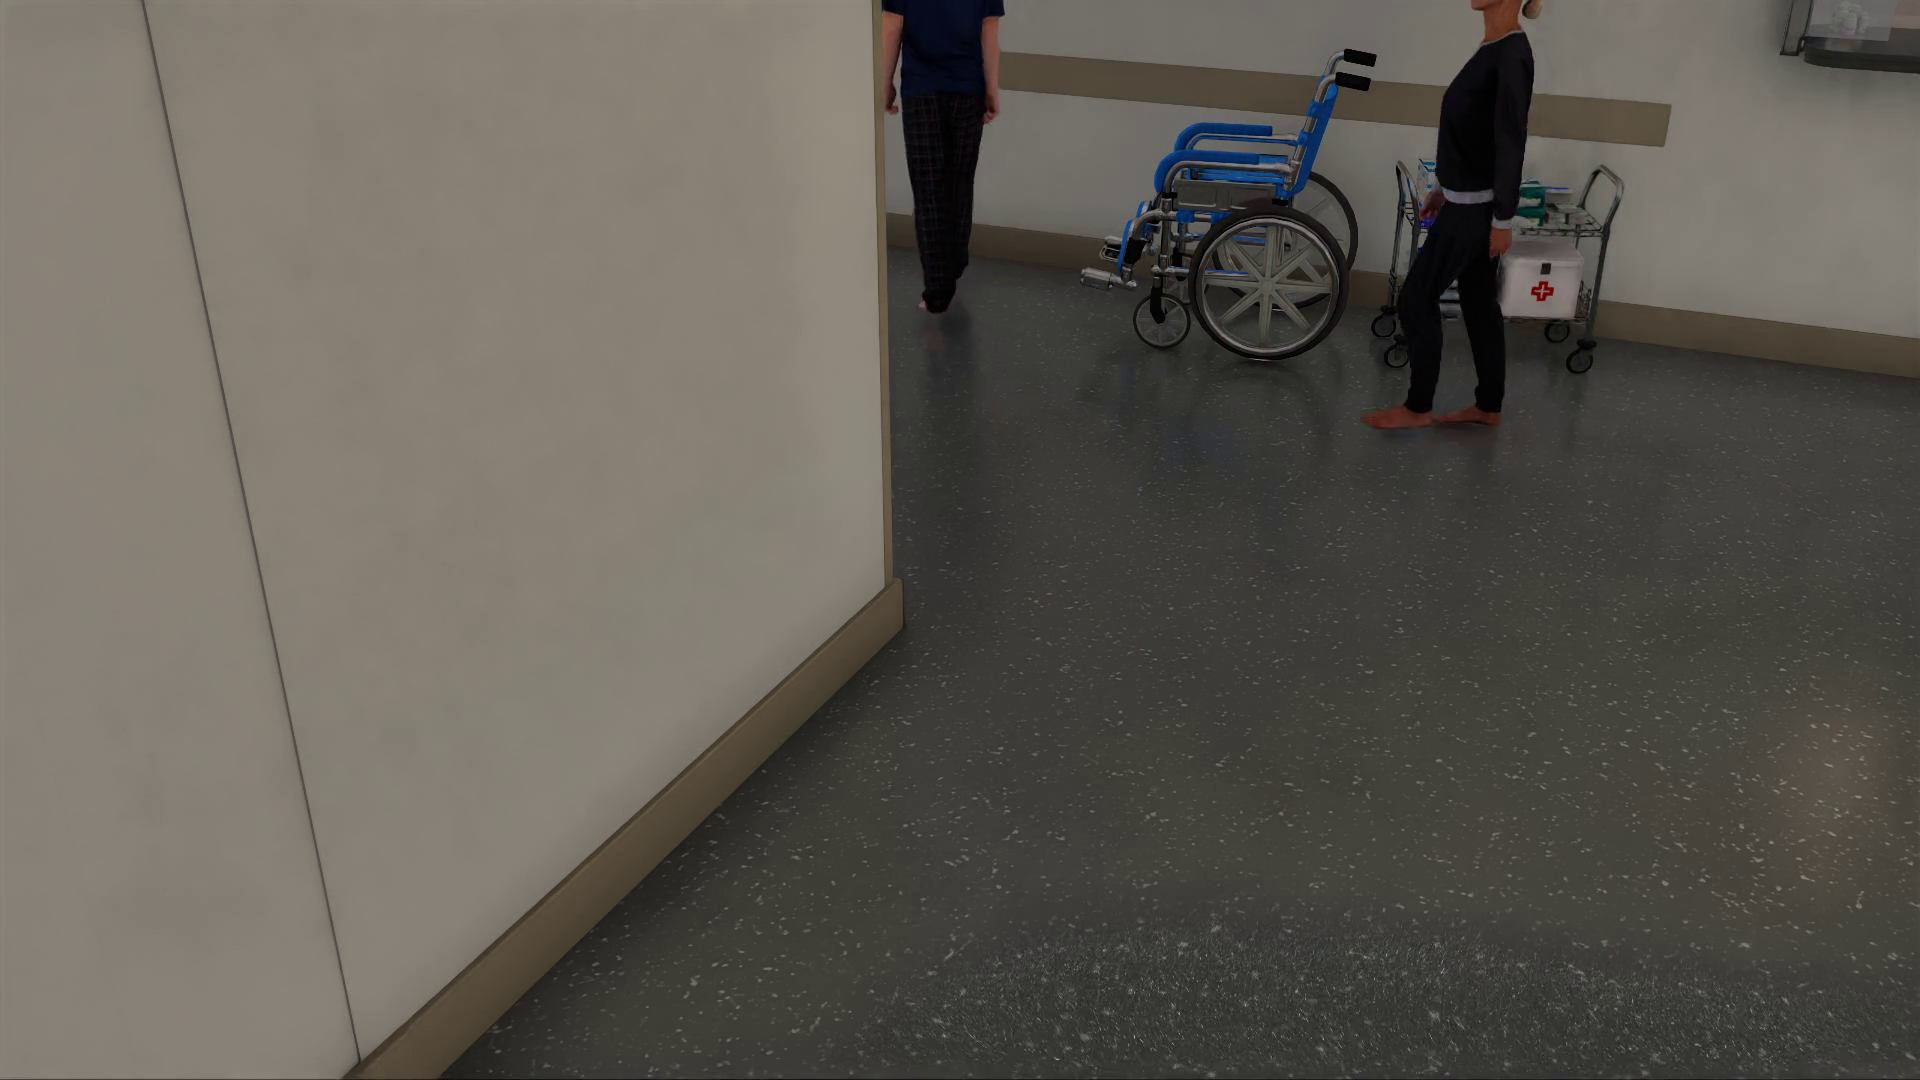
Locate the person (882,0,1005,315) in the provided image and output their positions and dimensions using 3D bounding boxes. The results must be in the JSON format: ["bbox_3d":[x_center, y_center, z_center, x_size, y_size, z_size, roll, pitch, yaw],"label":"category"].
[{"bbox_3d":[-0.069,-1.847,7.033,1.075,1.826,1.225,-4,26,-9],"label":"person"}]

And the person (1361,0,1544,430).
[{"bbox_3d":[1.886,-1.186,5.794,0.746,1.710,0.713,7,27,14],"label":"person"}]
